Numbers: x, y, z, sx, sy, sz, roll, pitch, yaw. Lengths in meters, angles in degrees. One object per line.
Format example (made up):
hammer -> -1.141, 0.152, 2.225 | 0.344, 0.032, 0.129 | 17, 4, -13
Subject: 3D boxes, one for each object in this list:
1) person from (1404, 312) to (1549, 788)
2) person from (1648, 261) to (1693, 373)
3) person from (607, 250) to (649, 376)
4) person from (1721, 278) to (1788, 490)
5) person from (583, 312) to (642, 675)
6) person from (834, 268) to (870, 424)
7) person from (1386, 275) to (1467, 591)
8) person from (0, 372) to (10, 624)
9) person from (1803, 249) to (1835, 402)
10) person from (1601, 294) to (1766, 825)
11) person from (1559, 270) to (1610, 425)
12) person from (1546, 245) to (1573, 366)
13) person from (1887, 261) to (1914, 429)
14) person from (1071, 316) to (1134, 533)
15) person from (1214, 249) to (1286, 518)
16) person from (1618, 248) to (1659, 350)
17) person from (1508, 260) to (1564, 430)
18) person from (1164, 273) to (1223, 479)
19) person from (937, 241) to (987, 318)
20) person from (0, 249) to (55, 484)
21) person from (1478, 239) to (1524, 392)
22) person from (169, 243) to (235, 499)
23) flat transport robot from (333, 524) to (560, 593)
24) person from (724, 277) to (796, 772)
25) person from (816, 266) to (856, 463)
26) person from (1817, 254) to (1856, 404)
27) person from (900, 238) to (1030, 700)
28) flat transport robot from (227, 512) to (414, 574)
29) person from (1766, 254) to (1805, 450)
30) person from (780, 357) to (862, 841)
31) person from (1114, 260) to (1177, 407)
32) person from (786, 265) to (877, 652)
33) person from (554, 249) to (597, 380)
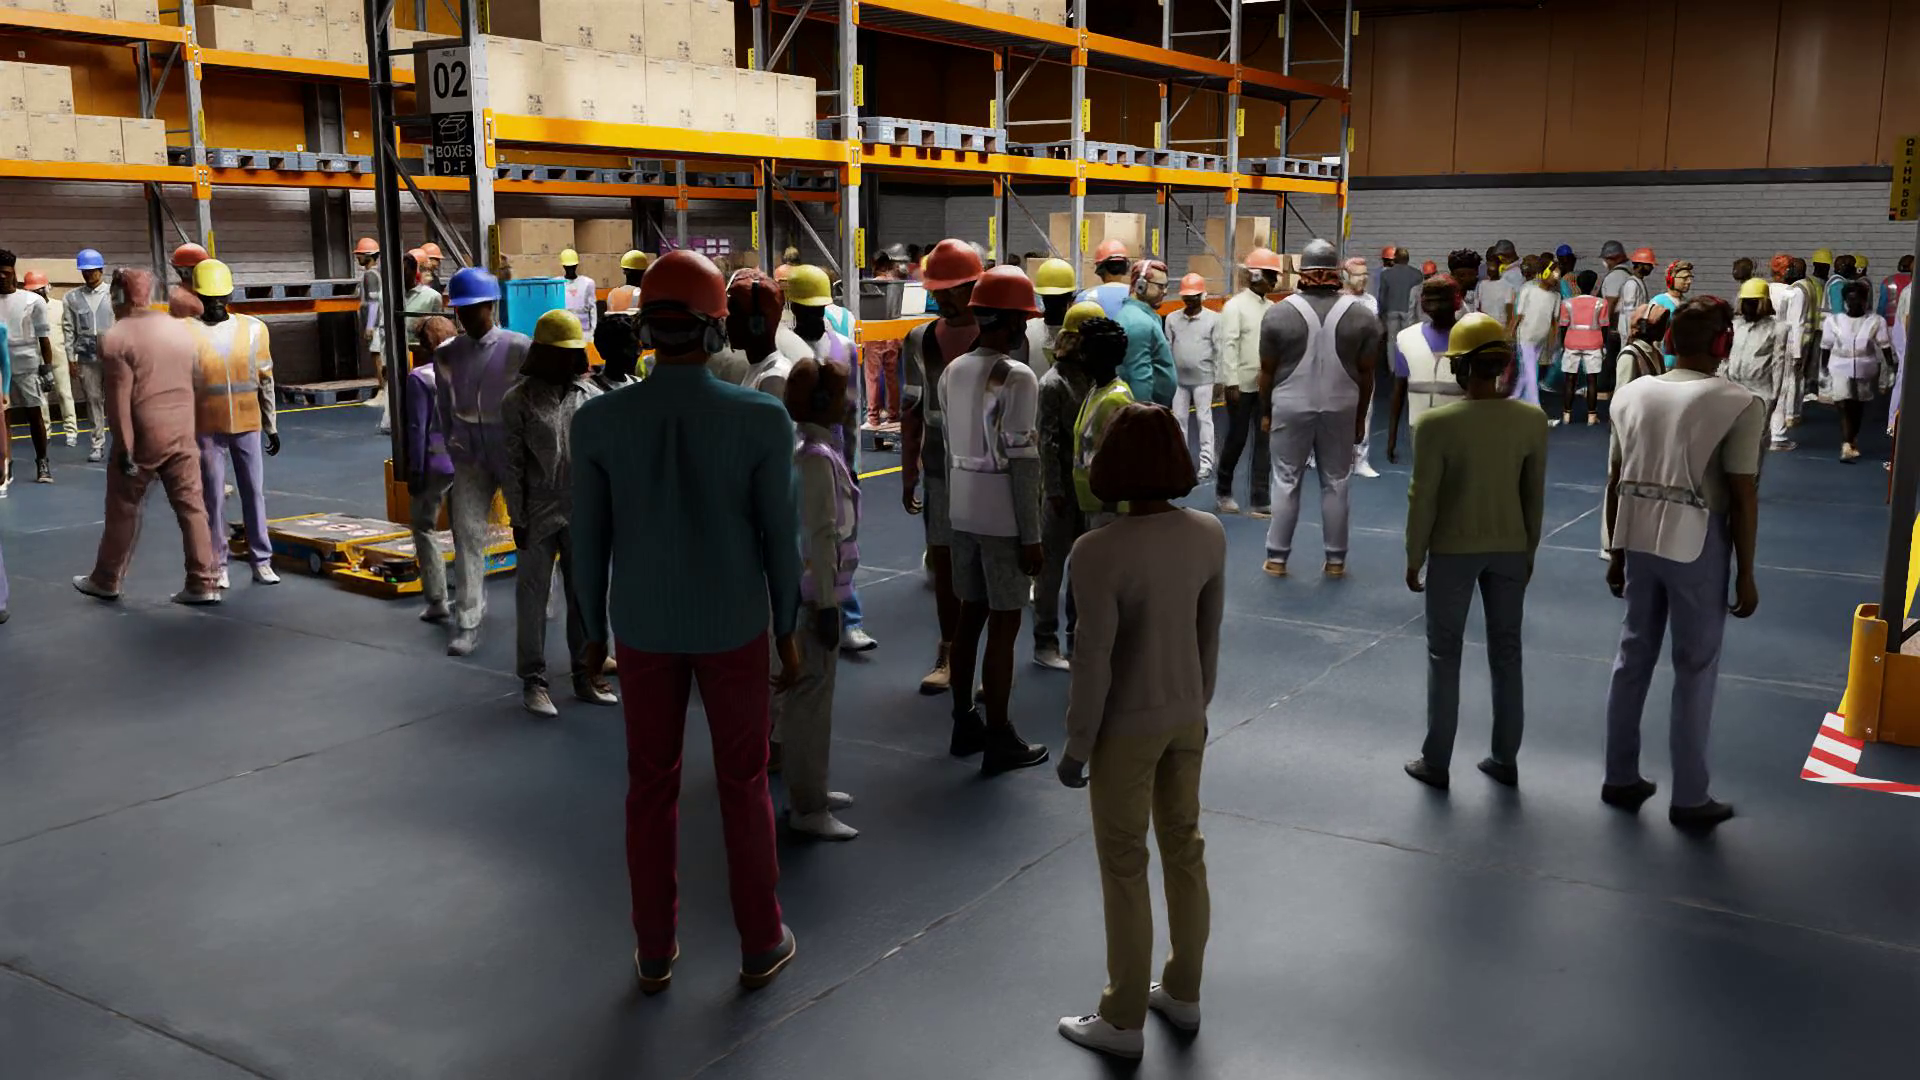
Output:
person -> 1.896, 0.046, 6.163 | 0.527, 1.761, 0.340 | -1, 10, -7
person -> 6.032, -1.445, 14.174 | 0.565, 1.846, 0.390 | -8, 13, -37
person -> -2.966, -1.675, 15.223 | 0.594, 1.926, 0.367 | 8, 13, 38
person -> 6.035, -1.125, 12.707 | 0.484, 1.732, 0.377 | 9, 14, 42
person -> -1.615, -0.222, 7.838 | 0.320, 1.694, 0.535 | 6, 12, 28
person -> -1.133, -2.180, 18.097 | 0.598, 1.907, 0.408 | -5, 11, -25
person -> 2.777, -0.612, 9.615 | 0.577, 1.826, 0.434 | 6, 12, 32
person -> -5.262, -0.408, 8.681 | 0.516, 1.758, 0.336 | -7, 12, -34
person -> 10.708, -2.679, 20.839 | 0.581, 1.918, 0.404 | -6, 12, -30
person -> 2.492, 0.070, 5.814 | 0.388, 1.836, 0.564 | -6, 12, -30
person -> 6.839, -2.106, 18.249 | 0.531, 1.698, 0.320 | 5, 11, 27
person -> 9.593, -3.743, 26.626 | 0.406, 1.945, 0.614 | 10, 14, 44
person -> 10.097, -2.067, 17.670 | 0.359, 1.835, 0.512 | 6, 12, 29
person -> 0.660, -0.160, 7.498 | 0.321, 1.689, 0.534 | -1, 10, -5
person -> 2.109, -1.139, 12.192 | 0.689, 1.953, 0.698 | -8, 13, -37
person -> 7.922, -2.444, 19.487 | 0.388, 1.930, 0.544 | 6, 12, 32
person -> 6.069, -2.031, 17.554 | 0.588, 1.803, 0.989 | -4, 11, -21
person -> 1.975, -1.393, 14.176 | 0.568, 1.743, 0.350 | 6, 12, 32
person -> 0.109, -1.619, 14.604 | 0.683, 2.000, 0.706 | 6, 12, 28
person -> -7.863, -1.430, 13.801 | 0.610, 1.959, 0.367 | -3, 11, -18
person -> 7.205, -2.997, 22.234 | 0.538, 2.000, 0.683 | -1, 10, -6
person -> -5.959, -1.309, 13.010 | 0.375, 1.995, 0.609 | -3, 11, -15
flat transport robot -> -2.978, 0.082, 10.080 | 0.652, 0.197, 1.431 | 8, 13, 37
person -> -0.737, -0.057, 6.381 | 0.338, 1.882, 0.583 | -2, 10, -12
person -> -0.933, -0.984, 11.647 | 0.345, 1.839, 0.506 | 7, 12, 35
person -> 10.906, -2.610, 20.672 | 0.429, 1.842, 0.633 | 4, 11, 23
person -> 0.006, -0.304, 7.359 | 0.613, 2.031, 0.403 | 4, 11, 23
flat transport robot -> -3.960, 0.007, 10.496 | 1.431, 0.197, 0.652 | 8, 13, 37
person -> 7.897, -1.812, 16.108 | 0.354, 1.883, 0.572 | -5, 12, -28
person -> -0.490, 0.197, 5.705 | 0.312, 1.626, 0.593 | -2, 11, -13
person -> 1.121, -0.749, 10.169 | 0.405, 1.903, 0.636 | 0, 10, 0
person -> -0.696, -0.370, 8.080 | 0.609, 1.891, 0.853 | -6, 12, -29
person -> -4.699, -2.570, 20.225 | 0.584, 1.917, 0.394 | -4, 11, -22
